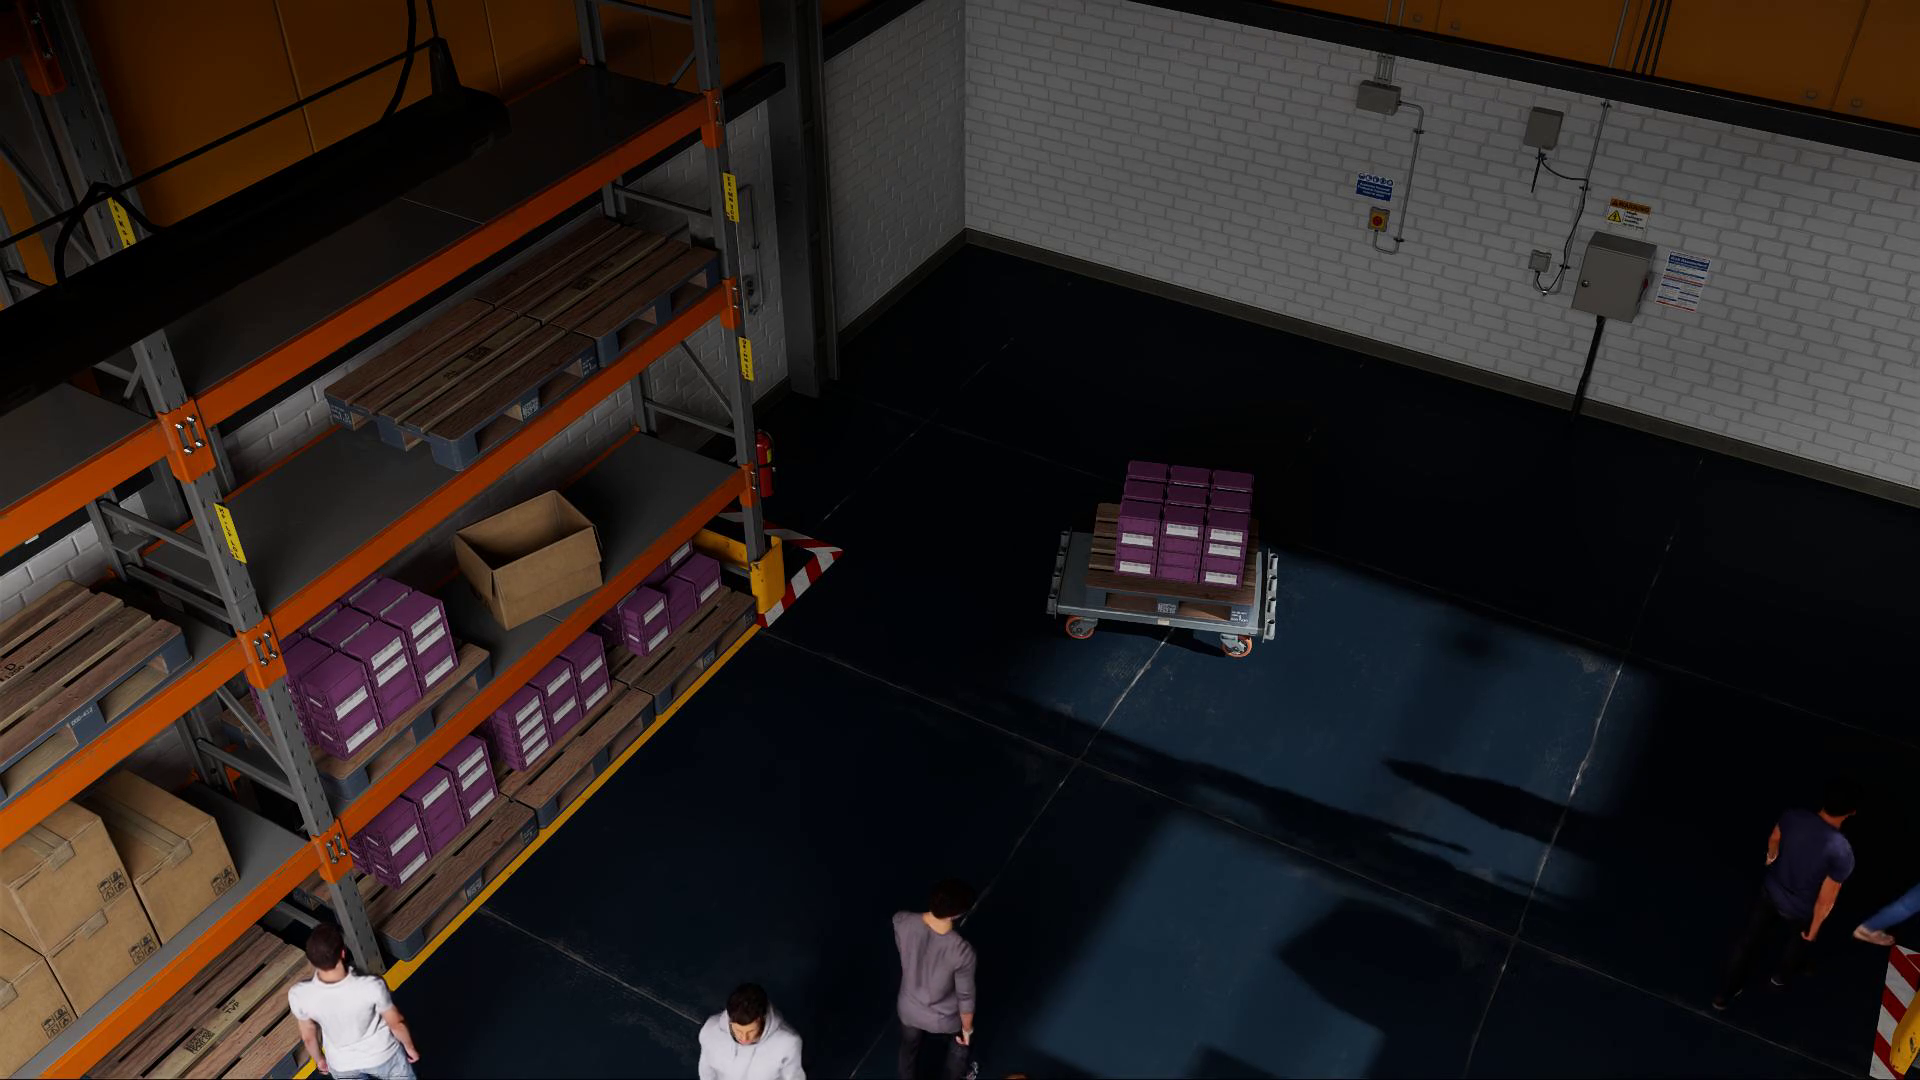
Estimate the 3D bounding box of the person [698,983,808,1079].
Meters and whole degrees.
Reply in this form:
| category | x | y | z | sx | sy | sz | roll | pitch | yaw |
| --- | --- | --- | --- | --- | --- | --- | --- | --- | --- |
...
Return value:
| category | x | y | z | sx | sy | sz | roll | pitch | yaw |
| --- | --- | --- | --- | --- | --- | --- | --- | --- | --- |
| person | -1.017 | 2.718 | 8.339 | 0.958 | 1.895 | 1.073 | 0 | 39 | 0 |

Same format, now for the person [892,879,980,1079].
| category | x | y | z | sx | sy | sz | roll | pitch | yaw |
| --- | --- | --- | --- | --- | --- | --- | --- | --- | --- |
| person | -0.184 | 2.482 | 8.689 | 0.745 | 1.827 | 0.742 | 15 | 41 | 17 |

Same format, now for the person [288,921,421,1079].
| category | x | y | z | sx | sy | sz | roll | pitch | yaw |
| --- | --- | --- | --- | --- | --- | --- | --- | --- | --- |
| person | -3.043 | 2.627 | 8.487 | 0.739 | 1.852 | 0.767 | -5 | 39 | -7 |

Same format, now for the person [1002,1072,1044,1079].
| category | x | y | z | sx | sy | sz | roll | pitch | yaw |
| --- | --- | --- | --- | --- | --- | --- | --- | --- | --- |
| person | 0.295 | 3.068 | 8.370 | 0.601 | 1.309 | 0.566 | -22 | 43 | -25 |

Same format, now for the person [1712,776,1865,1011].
| category | x | y | z | sx | sy | sz | roll | pitch | yaw |
| --- | --- | --- | --- | --- | --- | --- | --- | --- | --- |
| person | 4.578 | 2.032 | 9.303 | 1.052 | 1.763 | 0.929 | -23 | 44 | -26 |
